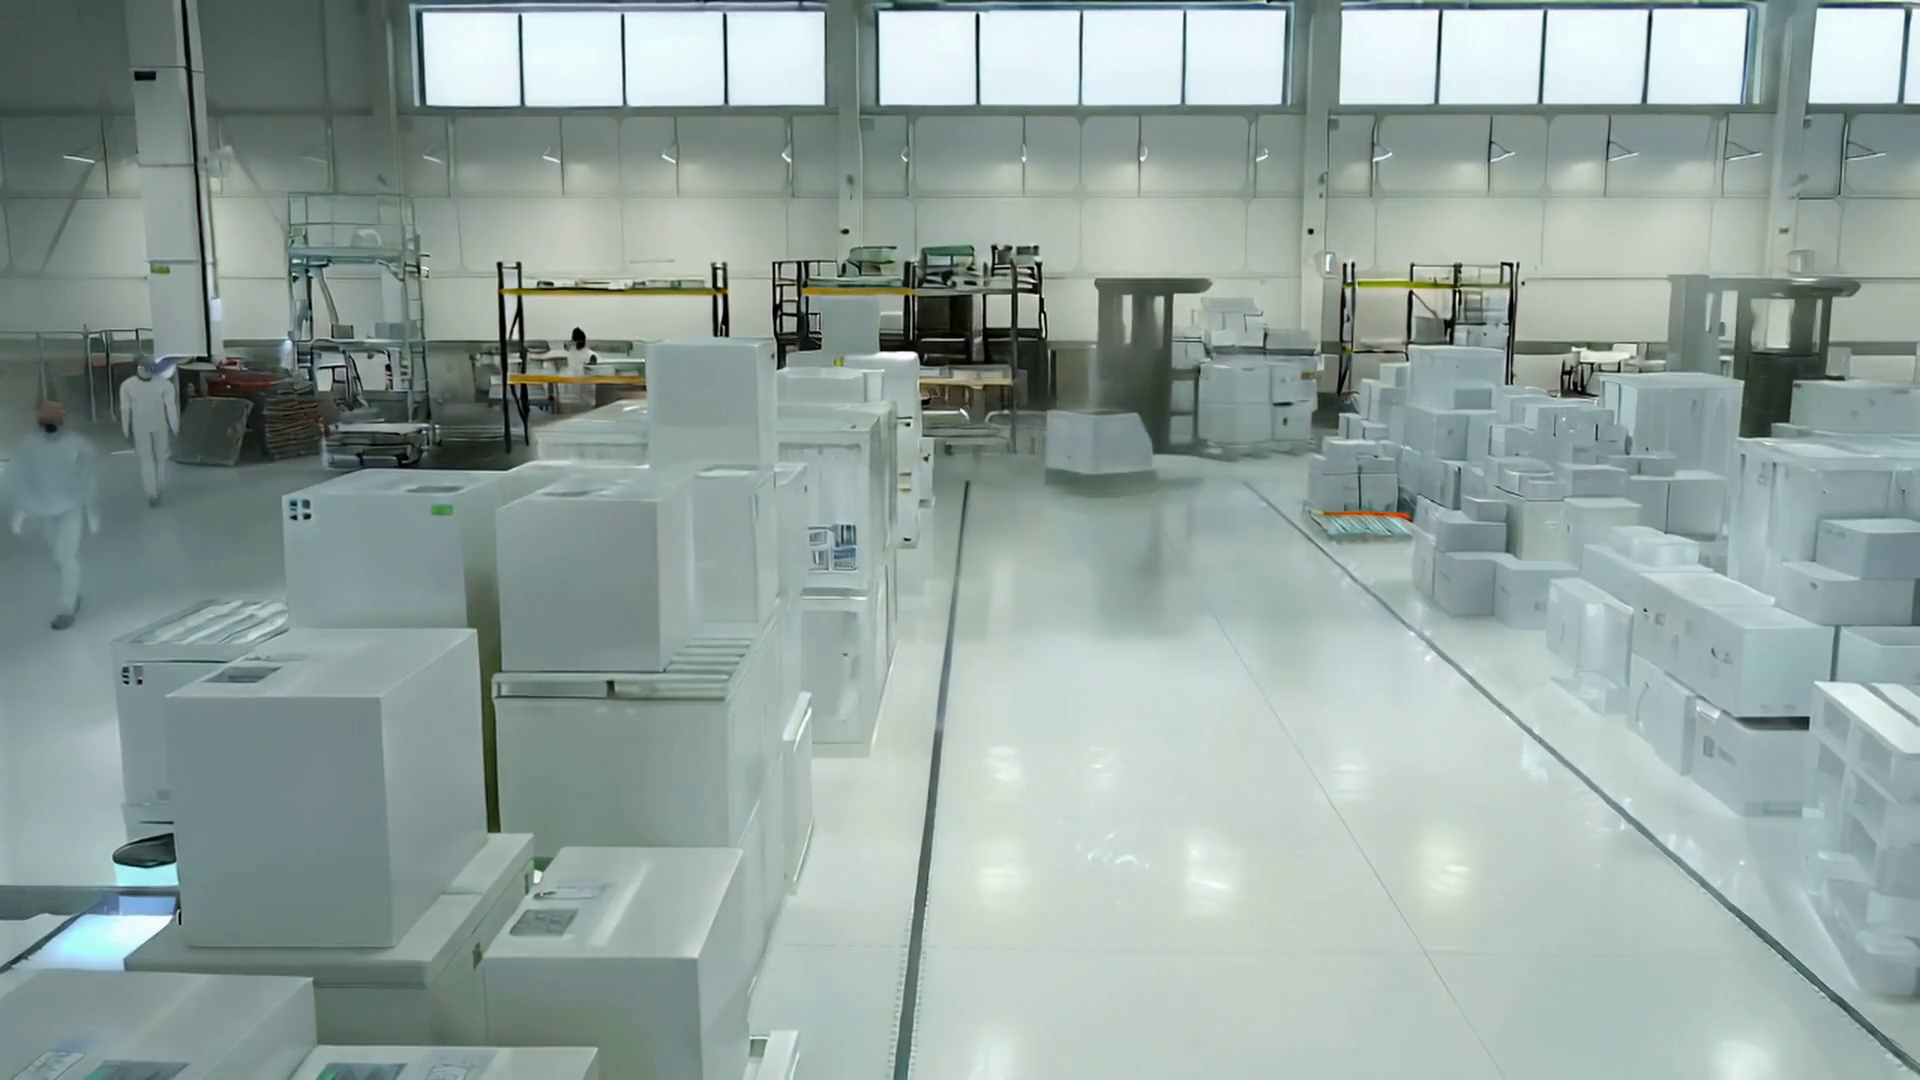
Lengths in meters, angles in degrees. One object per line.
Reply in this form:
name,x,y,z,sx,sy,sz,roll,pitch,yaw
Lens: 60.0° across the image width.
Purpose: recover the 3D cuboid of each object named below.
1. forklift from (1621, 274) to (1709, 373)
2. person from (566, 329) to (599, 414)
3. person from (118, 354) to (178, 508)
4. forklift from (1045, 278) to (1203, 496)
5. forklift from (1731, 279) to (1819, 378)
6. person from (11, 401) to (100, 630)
forklift,12.717,-3.275,29.254,1.873,2.768,1.129,0,9,1
person,-6.423,-2.648,28.377,0.567,1.918,0.647,-1,9,-3
person,-10.176,-1.389,20.874,0.634,1.910,0.927,-5,11,-30
forklift,2.164,-2.067,22.016,1.873,2.768,1.129,-6,11,-32
forklift,10.335,-1.946,21.293,1.129,2.768,1.873,0,9,0
person,-7.609,-0.242,14.083,0.639,1.895,1.041,-1,10,-9
